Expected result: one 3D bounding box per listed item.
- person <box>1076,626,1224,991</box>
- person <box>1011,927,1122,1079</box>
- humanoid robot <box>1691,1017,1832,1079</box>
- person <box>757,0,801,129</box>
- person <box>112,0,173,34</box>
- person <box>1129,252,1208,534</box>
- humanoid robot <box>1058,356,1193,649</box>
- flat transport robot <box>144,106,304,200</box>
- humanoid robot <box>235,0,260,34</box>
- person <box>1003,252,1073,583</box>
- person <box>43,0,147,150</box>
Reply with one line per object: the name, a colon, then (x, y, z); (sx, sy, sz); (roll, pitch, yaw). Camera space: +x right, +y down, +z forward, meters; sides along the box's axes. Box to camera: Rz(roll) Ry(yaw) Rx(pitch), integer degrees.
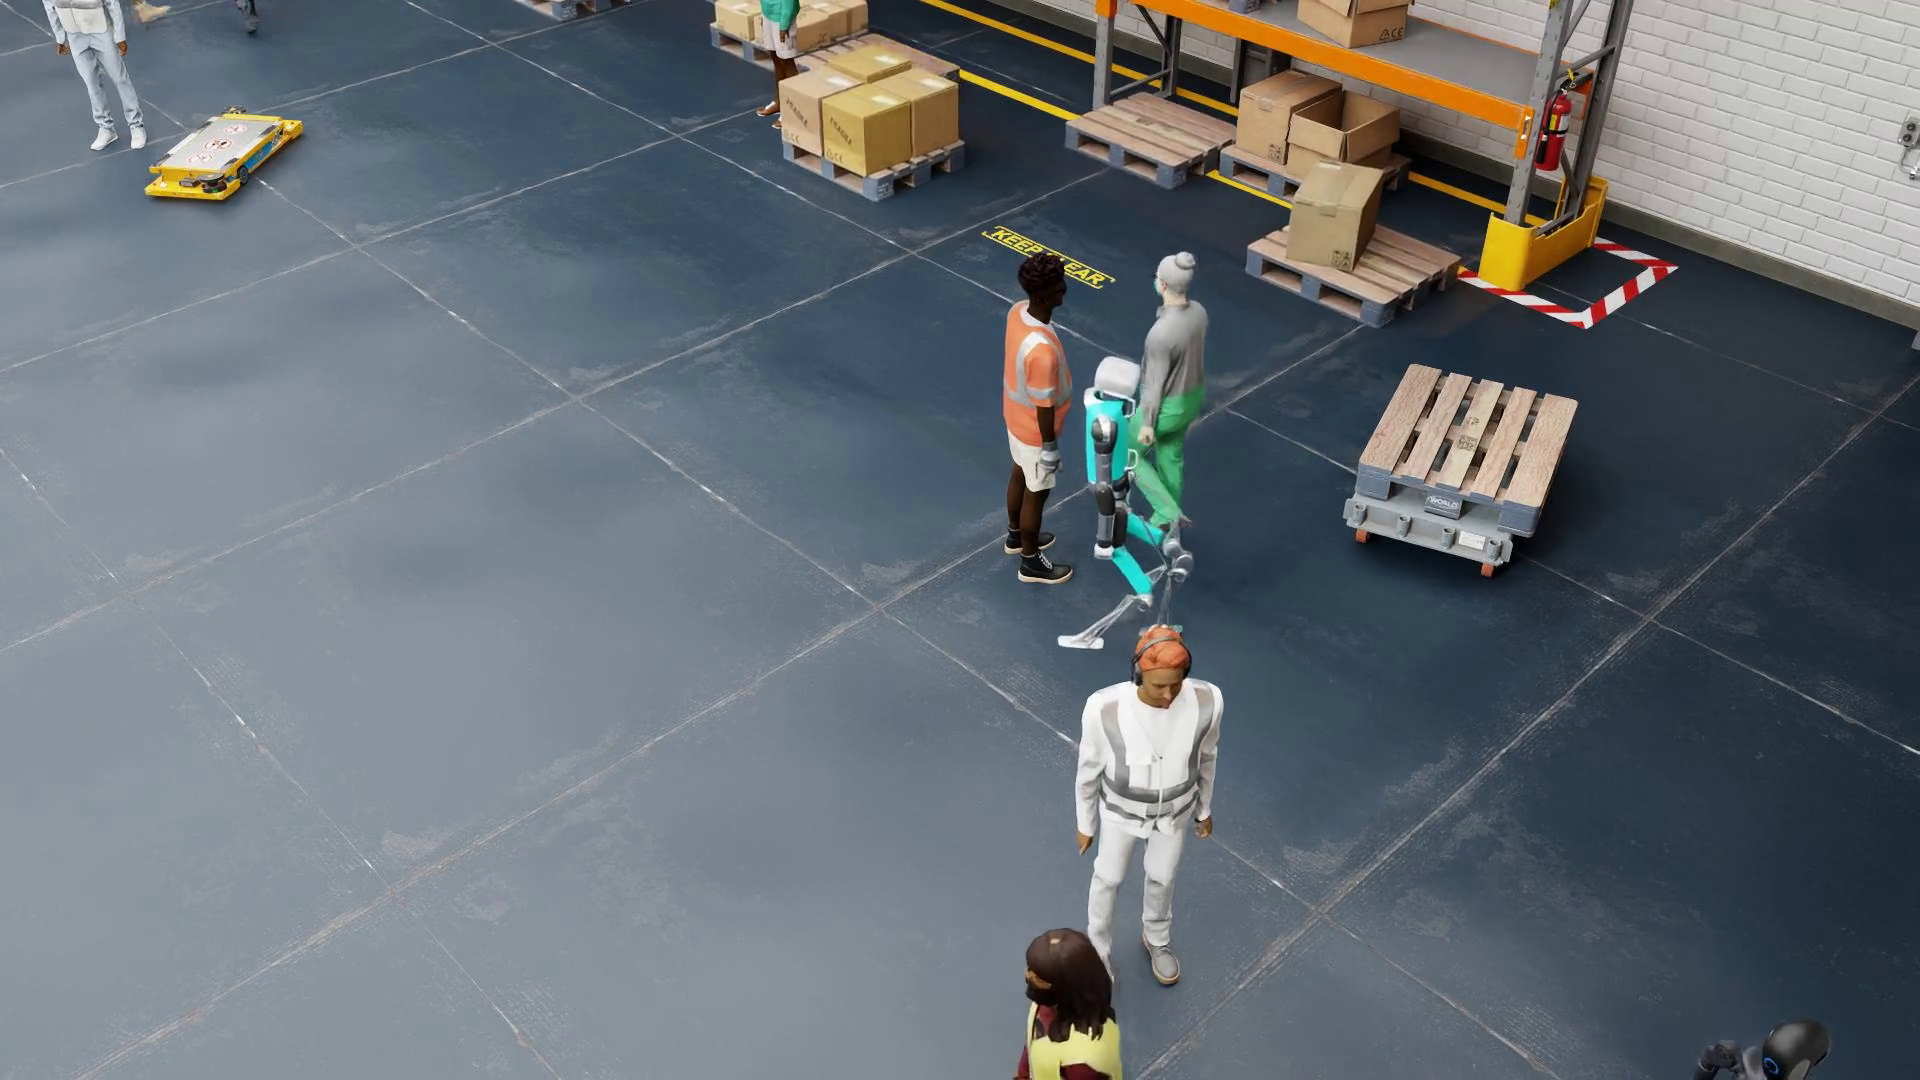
person: (0.750, 1.104, 6.732); (0.582, 1.883, 0.347); (-6, 38, -8)
person: (0.317, 1.956, 5.706); (0.494, 1.760, 0.504); (-4, 37, -5)
humanoid robot: (2.686, 2.127, 5.562); (0.621, 1.642, 0.604); (-22, 42, -27)
person: (-1.535, -4.446, 14.105); (0.396, 1.854, 0.495); (-18, 41, -23)
person: (-8.221, -5.861, 15.881); (0.833, 2.017, 0.651); (-22, 42, -26)
person: (1.137, -0.787, 9.278); (0.430, 1.825, 0.523); (27, 45, 31)
humanoid robot: (0.969, -0.121, 8.492); (0.872, 1.783, 0.550); (5, 37, 6)
flat transport robot: (-6.087, -3.210, 13.783); (0.659, 0.231, 1.431); (5, 37, 7)
humanoid robot: (-6.957, -5.708, 15.961); (0.591, 1.617, 0.754); (-20, 42, -25)
person: (0.421, -0.650, 8.987); (0.363, 1.965, 0.609); (-8, 38, -10)
person: (-7.154, -4.171, 13.685); (0.589, 1.922, 0.393); (-1, 37, -2)
